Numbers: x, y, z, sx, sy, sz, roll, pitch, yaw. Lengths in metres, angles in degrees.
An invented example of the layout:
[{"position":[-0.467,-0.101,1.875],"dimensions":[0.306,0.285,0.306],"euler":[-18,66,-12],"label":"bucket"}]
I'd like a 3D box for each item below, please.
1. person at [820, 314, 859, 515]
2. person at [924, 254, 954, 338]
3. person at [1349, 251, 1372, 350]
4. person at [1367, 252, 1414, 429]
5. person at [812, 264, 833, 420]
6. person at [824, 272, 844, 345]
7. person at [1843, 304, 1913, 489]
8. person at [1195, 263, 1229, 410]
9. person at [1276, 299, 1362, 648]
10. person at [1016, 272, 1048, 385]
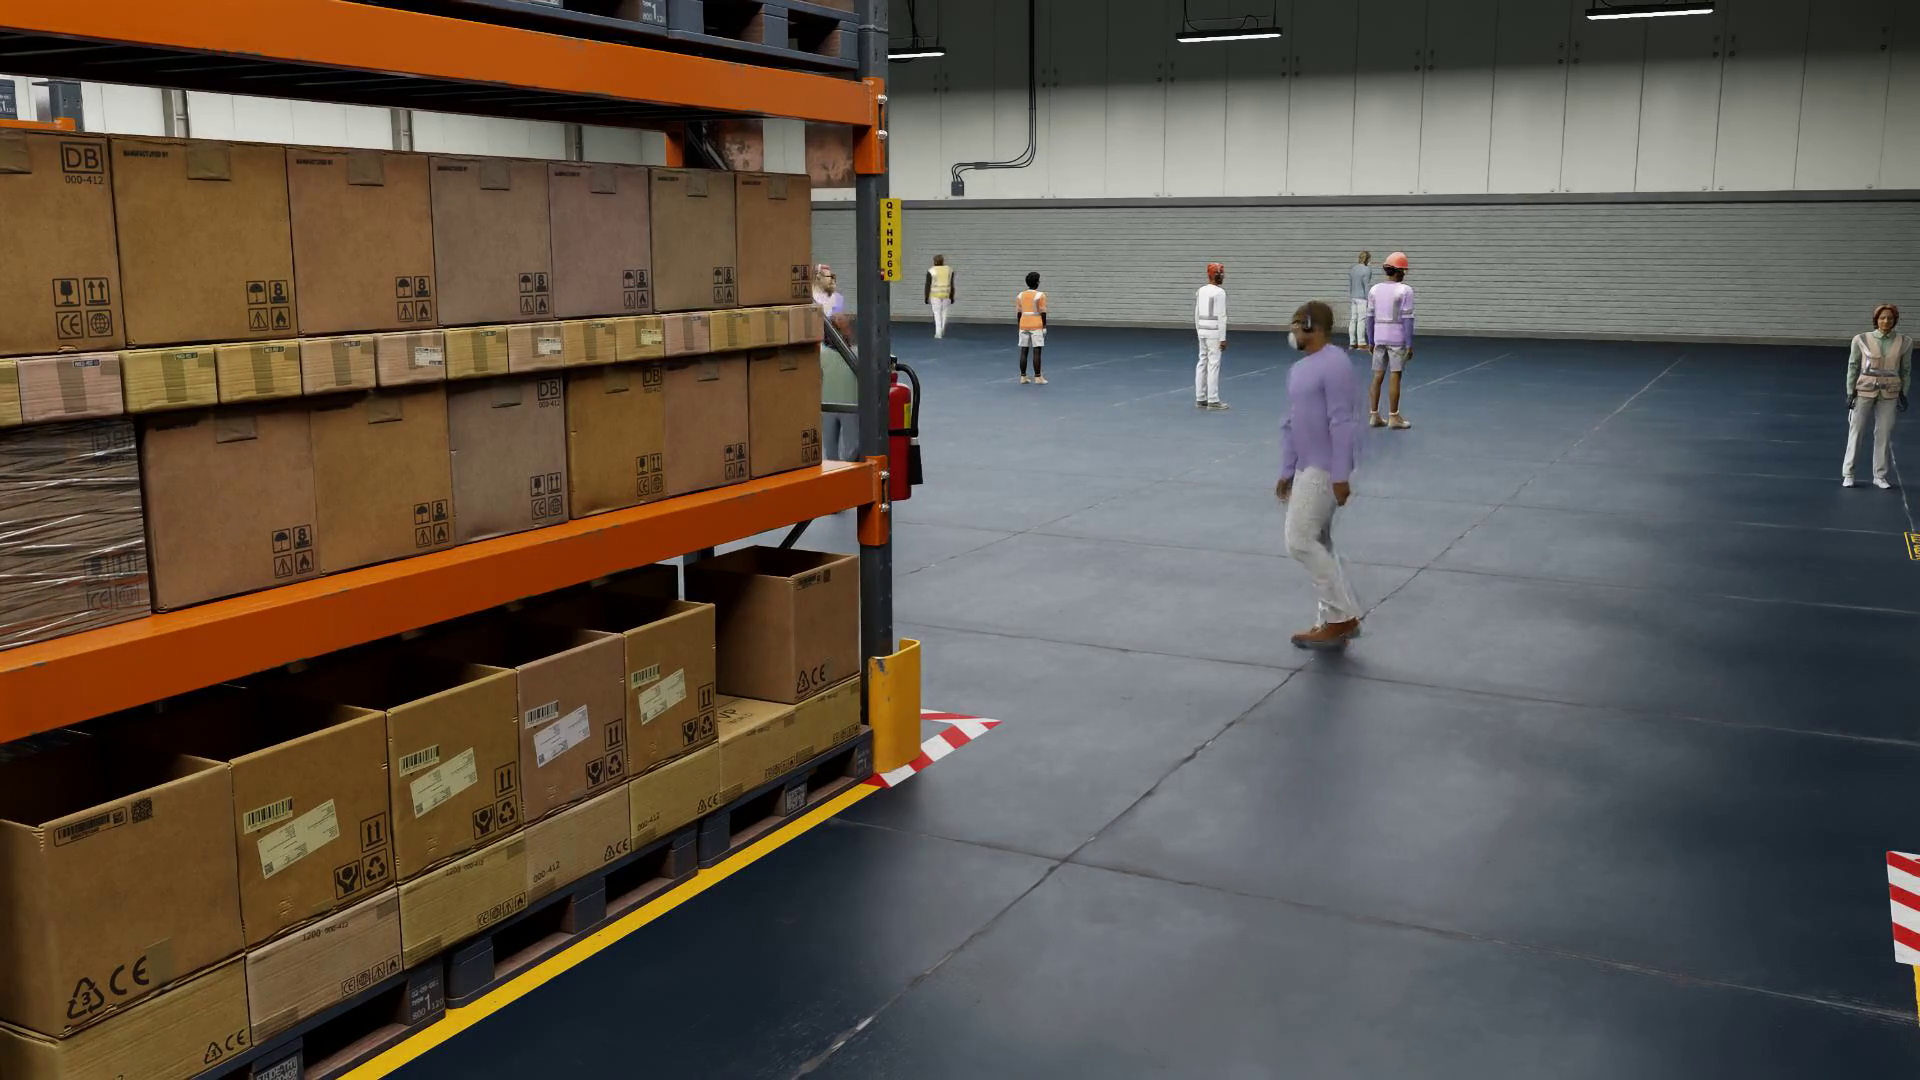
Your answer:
[{"position":[-0.964,-1.013,13.419],"dimensions":[0.517,1.617,0.394],"euler":[4,11,22],"label":"person"},{"position":[-0.494,-5.343,36.506],"dimensions":[0.644,1.813,0.741],"euler":[-4,11,-22],"label":"person"},{"position":[7.883,-4.706,32.703],"dimensions":[0.374,1.934,0.627],"euler":[-4,11,-19],"label":"person"},{"position":[5.023,-2.312,19.345],"dimensions":[0.394,2.042,0.611],"euler":[-8,13,-37],"label":"person"},{"position":[-1.618,-2.319,19.792],"dimensions":[0.570,1.890,0.686],"euler":[2,11,9],"label":"person"},{"position":[-1.553,-2.372,20.324],"dimensions":[0.789,1.799,0.668],"euler":[9,14,42],"label":"person"},{"position":[8.145,-1.273,14.775],"dimensions":[0.514,1.642,0.314],"euler":[3,11,16],"label":"person"},{"position":[3.254,-2.626,21.495],"dimensions":[0.352,1.881,0.576],"euler":[-5,11,-25],"label":"person"},{"position":[1.939,-0.347,9.052],"dimensions":[0.422,1.895,0.733],"euler":[-1,10,-3],"label":"person"},{"position":[1.085,-3.179,25.014],"dimensions":[0.531,1.697,0.322],"euler":[8,13,37],"label":"person"}]
